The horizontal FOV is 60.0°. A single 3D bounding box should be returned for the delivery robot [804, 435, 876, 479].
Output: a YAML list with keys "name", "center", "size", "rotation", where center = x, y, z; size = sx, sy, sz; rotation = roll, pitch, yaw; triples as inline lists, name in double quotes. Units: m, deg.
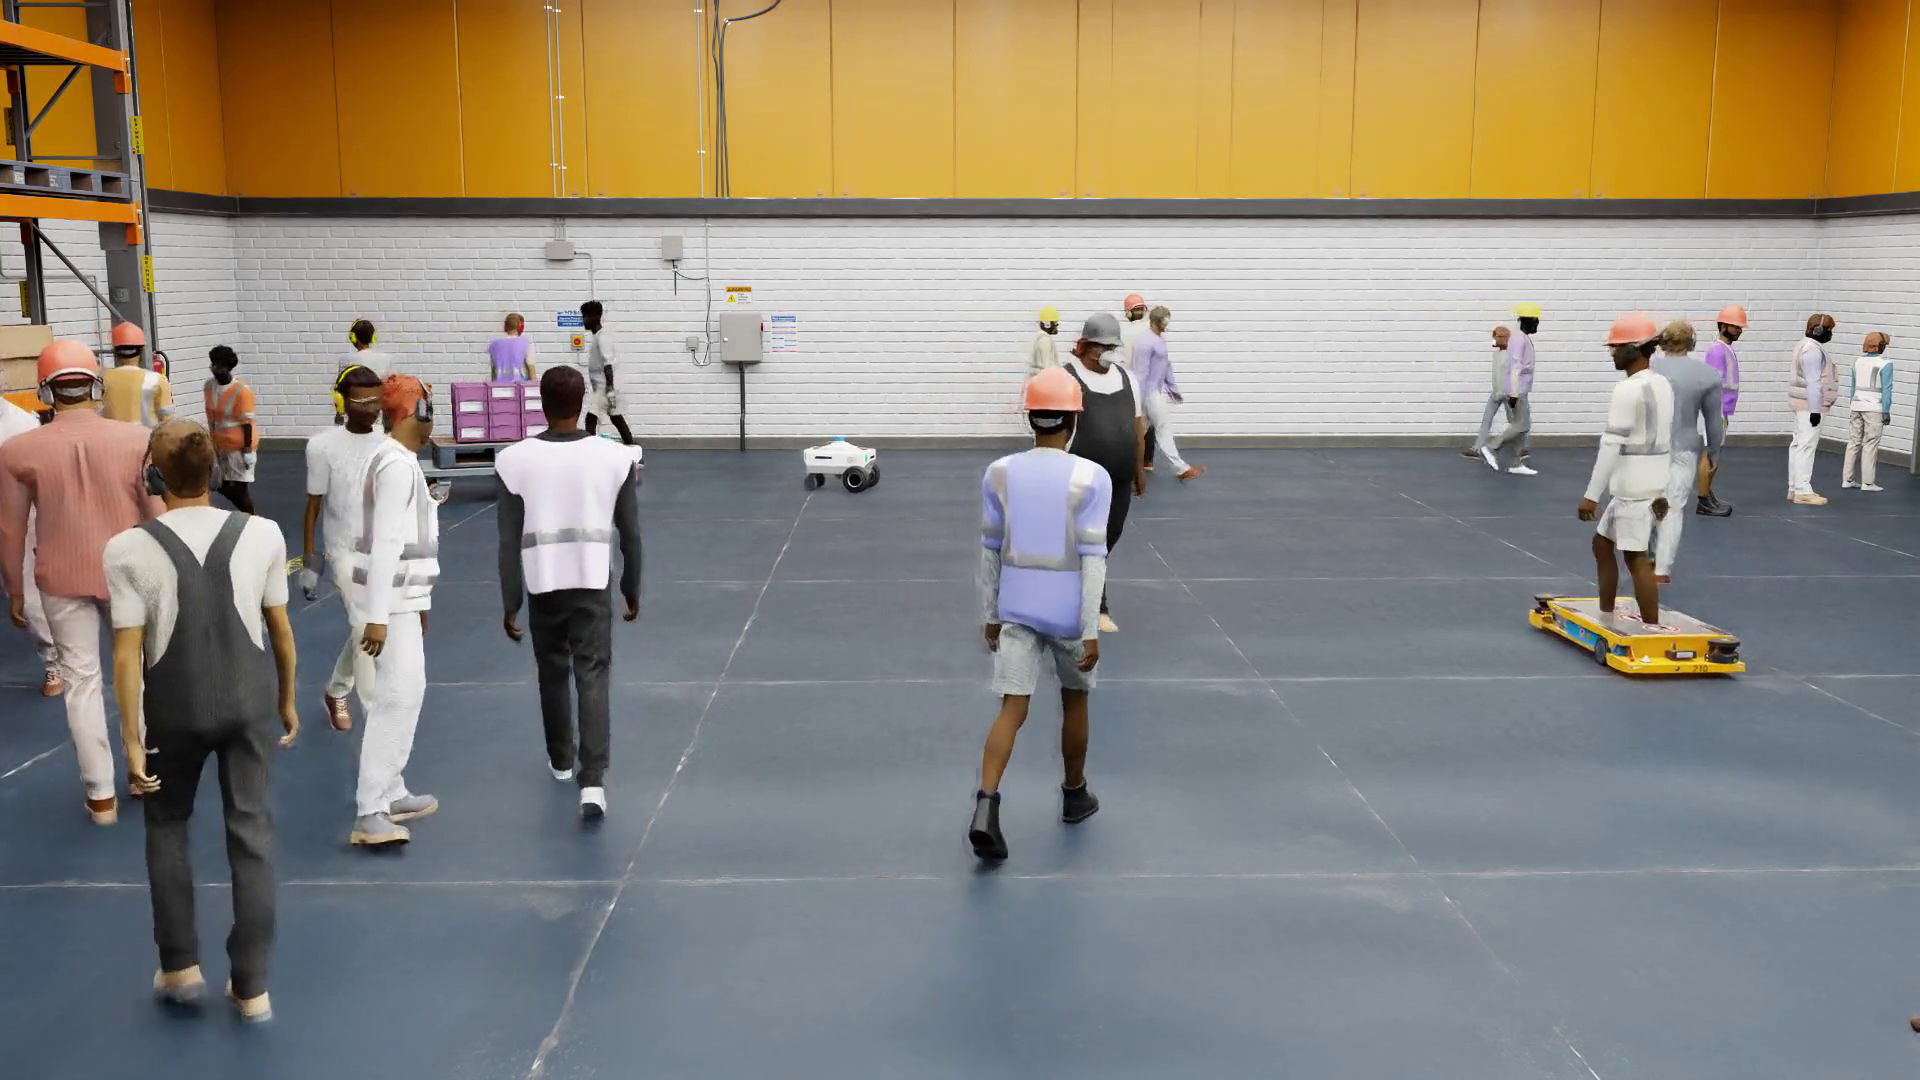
- name: "delivery robot"
  center: [-1.236, -0.830, 17.060]
  size: [0.707, 0.478, 0.477]
  rotation: [2, 9, 13]

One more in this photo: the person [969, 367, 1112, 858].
- name: "person"
  center: [0.301, 0.278, 6.486]
  size: [0.552, 1.899, 0.954]
  rotation: [4, 10, 22]

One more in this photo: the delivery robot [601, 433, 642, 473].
- name: "delivery robot"
  center: [-3.663, -0.863, 17.260]
  size: [0.707, 0.478, 0.477]
  rotation: [-2, 9, -15]

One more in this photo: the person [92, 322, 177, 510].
- name: "person"
  center: [-5.960, -0.625, 12.041]
  size: [0.557, 1.885, 1.015]
  rotation: [0, 9, -2]

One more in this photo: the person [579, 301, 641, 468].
- name: "person"
  center: [-4.072, -1.708, 18.594]
  size: [1.027, 1.899, 0.674]
  rotation: [-2, 10, -14]

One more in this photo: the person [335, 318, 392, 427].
- name: "person"
  center: [-5.401, -1.088, 15.083]
  size: [0.970, 1.815, 0.553]
  rotation: [8, 12, 42]

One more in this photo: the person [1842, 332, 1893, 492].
- name: "person"
  center: [9.289, -1.309, 17.002]
  size: [0.316, 1.629, 0.507]
  rotation: [-2, 9, -12]

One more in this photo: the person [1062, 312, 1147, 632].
- name: "person"
  center: [0.856, -0.483, 10.675]
  size: [0.695, 2.000, 0.868]
  rotation: [-5, 10, -28]

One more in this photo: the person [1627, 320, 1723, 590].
- name: "person"
  center: [5.145, -0.632, 12.025]
  size: [0.661, 1.889, 0.989]
  rotation: [5, 10, 26]

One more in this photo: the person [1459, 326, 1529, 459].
- name: "person"
  center: [6.437, -1.744, 19.796]
  size: [0.845, 1.587, 0.502]
  rotation: [-2, 10, -14]

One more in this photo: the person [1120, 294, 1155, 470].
- name: "person"
  center: [1.965, -1.746, 18.579]
  size: [0.609, 1.988, 0.391]
  rotation: [-9, 13, -43]

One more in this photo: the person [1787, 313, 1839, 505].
- name: "person"
  center: [8.261, -1.270, 16.125]
  size: [0.429, 1.840, 0.624]
  rotation: [3, 10, 17]

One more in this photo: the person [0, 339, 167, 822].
- name: "person"
  center: [-3.649, 0.152, 6.958]
  size: [0.641, 1.971, 0.698]
  rotation: [-6, 11, -31]

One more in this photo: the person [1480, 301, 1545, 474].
- name: "person"
  center: [6.121, -1.667, 18.322]
  size: [0.536, 1.915, 0.589]
  rotation: [4, 10, 21]

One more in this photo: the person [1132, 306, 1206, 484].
- name: "person"
  center: [2.129, -1.529, 17.612]
  size: [1.012, 1.874, 0.618]
  rotation: [3, 10, 16]

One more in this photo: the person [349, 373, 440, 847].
- name: "person"
  center: [-2.283, 0.269, 6.659]
  size: [0.431, 1.847, 0.718]
  rotation: [-3, 10, -17]

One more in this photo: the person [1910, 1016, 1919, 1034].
- name: "person"
  center: [3.178, 0.589, 4.645]
  size: [0.699, 1.863, 0.701]
  rotation: [5, 11, 28]

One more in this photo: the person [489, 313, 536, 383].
- name: "person"
  center: [-4.971, -1.635, 18.547]
  size: [0.582, 1.789, 0.995]
  rotation: [1, 9, 9]

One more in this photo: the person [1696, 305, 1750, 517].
- name: "person"
  center: [7.020, -1.187, 15.327]
  size: [0.376, 1.931, 0.542]
  rotation: [6, 11, 31]

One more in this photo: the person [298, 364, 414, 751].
- name: "person"
  center: [-2.908, 0.069, 7.955]
  size: [0.836, 1.831, 0.515]
  rotation: [7, 12, 38]

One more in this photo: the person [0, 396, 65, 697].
- name: "person"
  center: [-4.985, -0.040, 8.591]
  size: [0.673, 1.883, 0.853]
  rotation: [1, 9, 6]

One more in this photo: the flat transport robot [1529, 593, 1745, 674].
- name: "flat transport robot"
  center: [3.964, 0.536, 9.835]
  size: [0.652, 0.197, 1.431]
  rotation: [0, 9, -3]

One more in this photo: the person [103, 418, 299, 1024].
- name: "person"
  center: [-2.281, 0.542, 5.065]
  size: [0.535, 1.826, 0.608]
  rotation: [-6, 11, -32]

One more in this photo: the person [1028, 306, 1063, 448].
- name: "person"
  center: [1.036, -1.894, 20.008]
  size: [0.422, 1.816, 0.618]
  rotation: [-1, 9, -5]

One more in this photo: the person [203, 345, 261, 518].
- name: "person"
  center: [-5.821, -0.750, 13.439]
  size: [0.577, 1.662, 0.569]
  rotation: [5, 11, 29]

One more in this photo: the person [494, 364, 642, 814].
- name: "person"
  center: [-1.640, 0.196, 7.052]
  size: [0.603, 1.874, 0.991]
  rotation: [-3, 10, -16]

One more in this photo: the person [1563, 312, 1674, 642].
- name: "person"
  center: [3.806, -0.305, 9.684]
  size: [0.790, 2.015, 0.614]
  rotation: [7, 11, 36]
